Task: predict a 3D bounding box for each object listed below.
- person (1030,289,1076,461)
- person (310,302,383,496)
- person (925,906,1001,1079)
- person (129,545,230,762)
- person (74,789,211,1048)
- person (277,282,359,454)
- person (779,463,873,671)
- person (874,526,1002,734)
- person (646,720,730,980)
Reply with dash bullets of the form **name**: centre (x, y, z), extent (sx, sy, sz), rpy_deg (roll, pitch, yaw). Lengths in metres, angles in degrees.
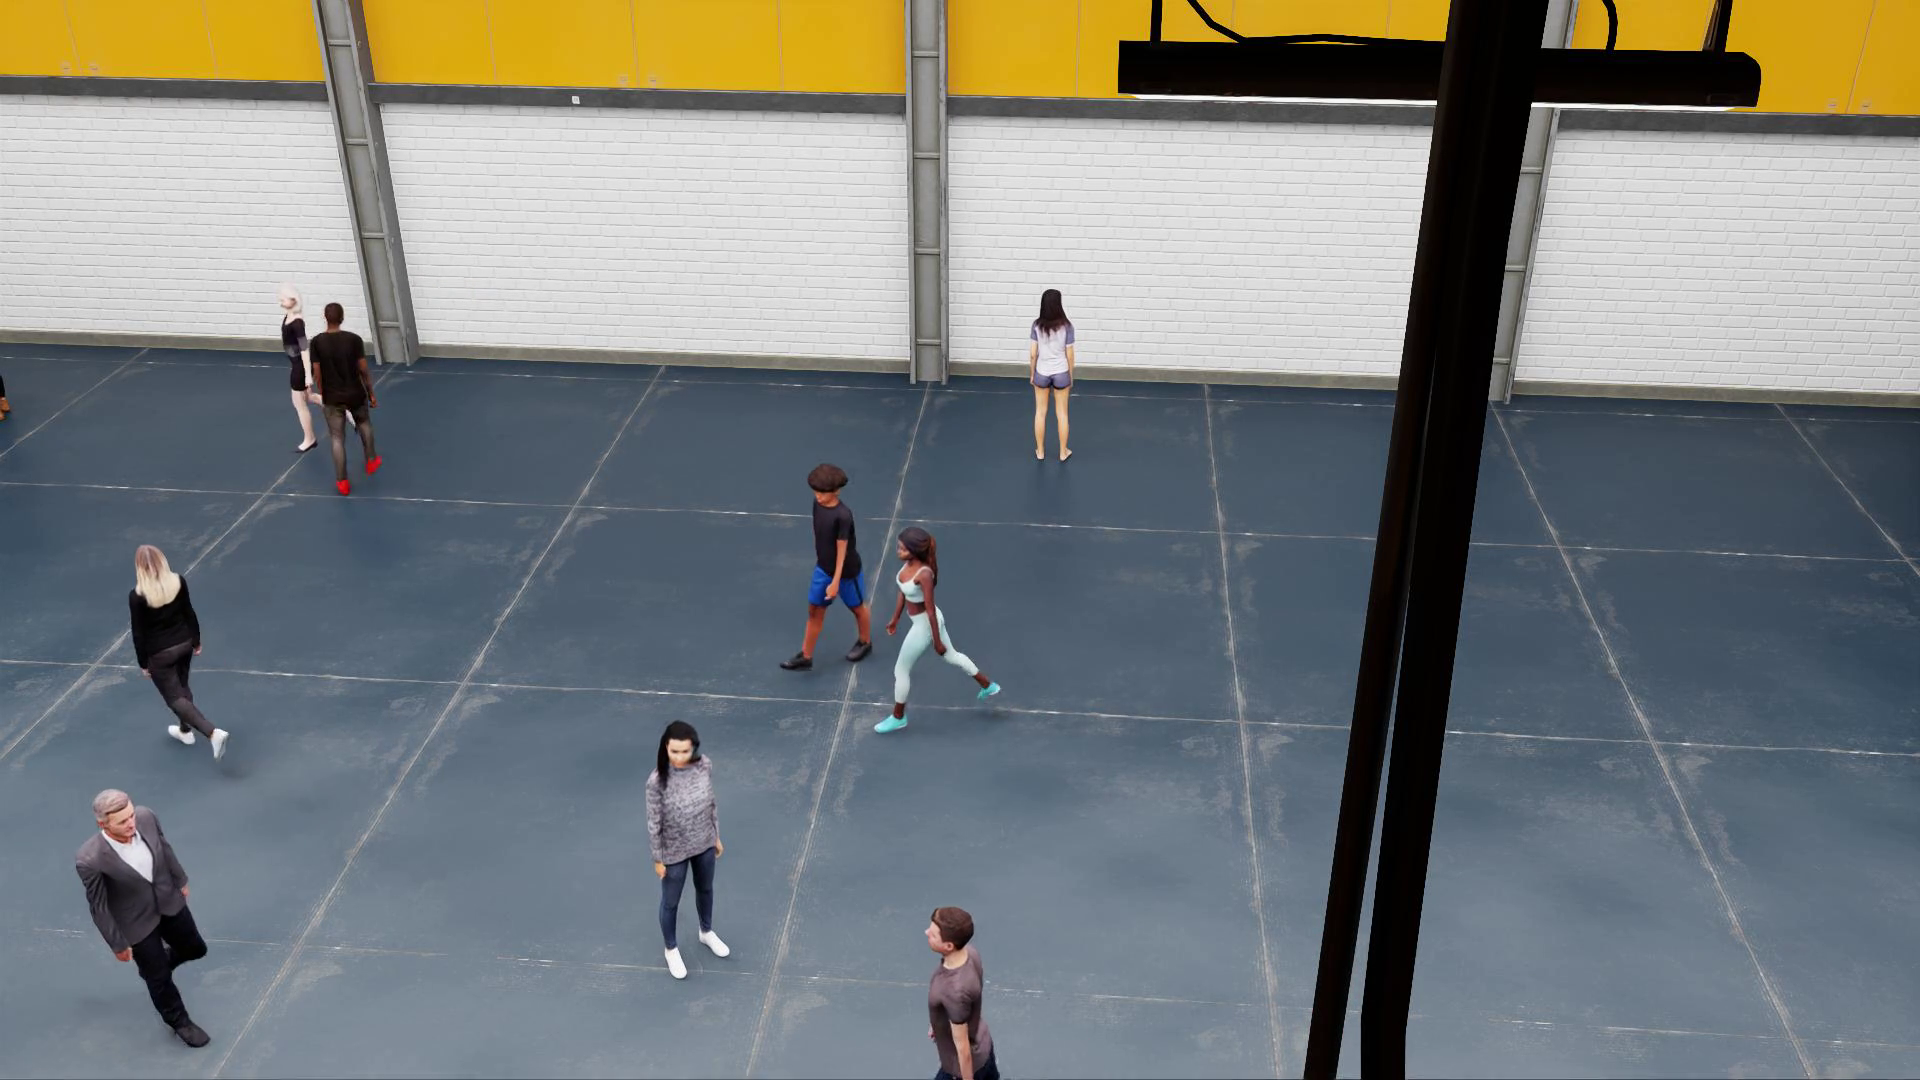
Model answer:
- **person**: centre (0.889, -1.593, 16.089), extent (0.479, 1.731, 0.662), rpy_deg (5, 29, 9)
- **person**: centre (-5.731, -1.301, 15.508), extent (0.916, 1.774, 0.927), rpy_deg (-16, 32, -27)
- **person**: centre (0.103, 2.601, 8.324), extent (1.150, 1.804, 0.694), rpy_deg (3, 29, 6)
- **person**: centre (-5.519, 0.830, 11.720), extent (1.105, 1.661, 0.915), rpy_deg (18, 33, 30)
- **person**: centre (-4.601, 2.066, 9.288), extent (0.946, 1.820, 0.902), rpy_deg (11, 30, 19)
- **person**: centre (-6.279, -1.657, 16.141), extent (1.058, 1.794, 0.902), rpy_deg (-10, 30, -17)
- **person**: centre (-0.871, 0.184, 12.809), extent (1.061, 1.752, 1.079), rpy_deg (23, 36, 36)
- **person**: centre (-0.179, 0.642, 12.049), extent (1.256, 1.676, 0.813), rpy_deg (-4, 29, -7)
- **person**: centre (-1.625, 1.796, 9.877), extent (0.670, 1.731, 0.744), rpy_deg (-19, 34, -31)
